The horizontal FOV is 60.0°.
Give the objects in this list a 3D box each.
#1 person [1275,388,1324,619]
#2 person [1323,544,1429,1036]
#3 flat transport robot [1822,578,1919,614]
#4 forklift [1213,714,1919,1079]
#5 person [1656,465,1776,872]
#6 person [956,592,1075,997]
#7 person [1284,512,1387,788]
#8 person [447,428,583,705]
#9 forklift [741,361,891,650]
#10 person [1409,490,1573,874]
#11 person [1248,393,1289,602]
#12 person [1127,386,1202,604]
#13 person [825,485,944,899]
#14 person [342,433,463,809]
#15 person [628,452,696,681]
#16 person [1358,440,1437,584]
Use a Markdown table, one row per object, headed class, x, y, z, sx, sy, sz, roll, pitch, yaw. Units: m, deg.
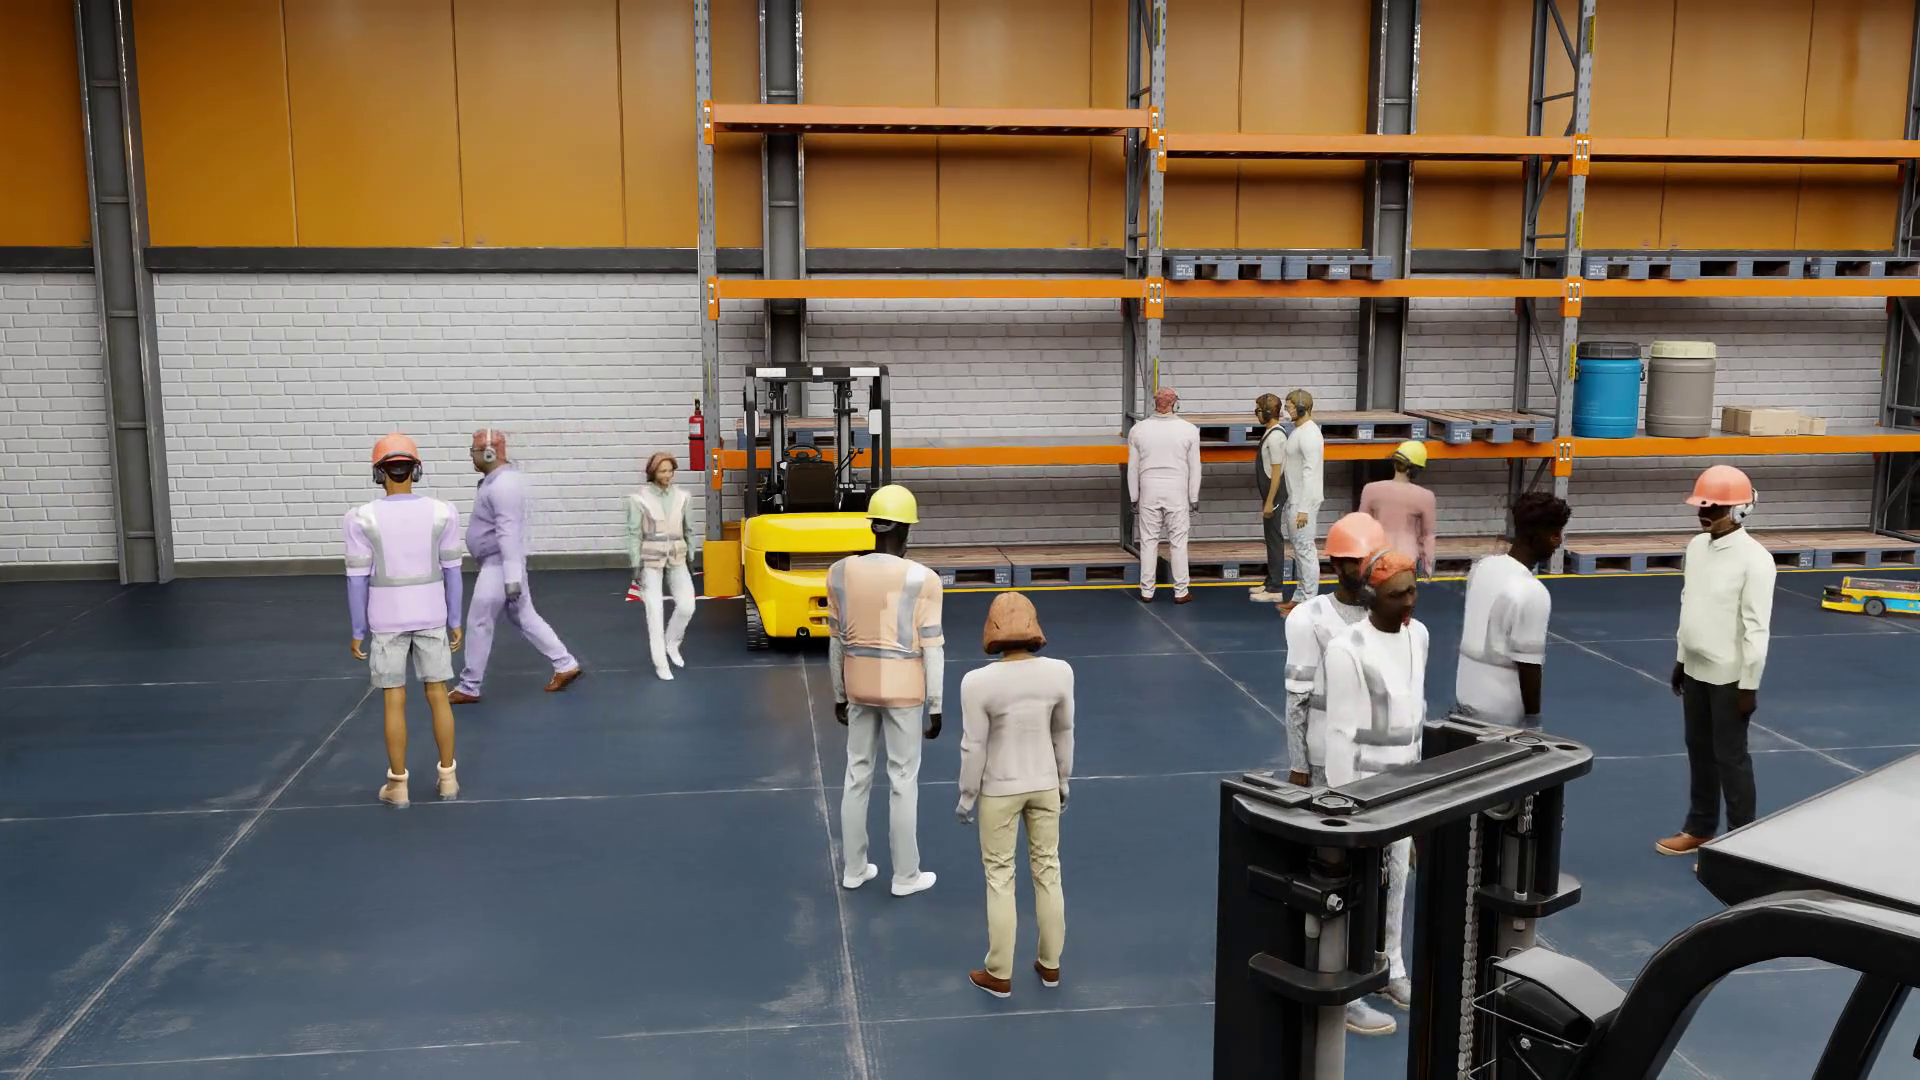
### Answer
| class | x | y | z | sx | sy | sz | roll | pitch | yaw |
| --- | --- | --- | --- | --- | --- | --- | --- | --- | --- |
| person | 2.856 | -0.299 | 13.908 | 0.353 | 1.936 | 0.635 | 1 | 9 | 6 |
| person | 1.604 | 0.937 | 6.387 | 0.613 | 1.881 | 0.367 | -9 | 13 | -44 |
| flat transport robot | 8.131 | 0.499 | 14.108 | 1.431 | 0.197 | 0.652 | 5 | 10 | 29 |
| forklift | 1.441 | 1.425 | 2.350 | 1.214 | 2.155 | 2.313 | -7 | 12 | -39 |
| person | 3.638 | 0.623 | 8.029 | 0.407 | 1.986 | 0.616 | -1 | 9 | -8 |
| person | 0.224 | 1.013 | 6.666 | 0.498 | 1.633 | 0.278 | -4 | 10 | -22 |
| person | 1.565 | 0.850 | 6.725 | 0.542 | 1.943 | 0.348 | -4 | 10 | -23 |
| person | -3.057 | 0.166 | 11.244 | 0.973 | 1.868 | 0.660 | -2 | 9 | -14 |
| forklift | -1.154 | -0.340 | 13.365 | 1.214 | 2.155 | 2.313 | -1 | 9 | -7 |
| person | 2.402 | 0.727 | 7.512 | 0.609 | 1.934 | 0.645 | -1 | 9 | -4 |
| person | 2.733 | -0.369 | 14.650 | 0.346 | 1.841 | 0.506 | 2 | 9 | 12 |
| person | 1.791 | -0.390 | 14.571 | 0.643 | 1.910 | 0.399 | 3 | 9 | 16 |
| person | -0.336 | 0.700 | 7.736 | 0.584 | 1.919 | 0.388 | 3 | 10 | 21 |
| person | -3.010 | 0.437 | 9.026 | 0.609 | 2.031 | 0.409 | -5 | 10 | -28 |
| person | -2.122 | 0.180 | 11.878 | 0.540 | 1.629 | 0.391 | -6 | 11 | -33 |
| person | 3.038 | 0.163 | 11.670 | 0.556 | 1.718 | 0.514 | 4 | 10 | 25 |
